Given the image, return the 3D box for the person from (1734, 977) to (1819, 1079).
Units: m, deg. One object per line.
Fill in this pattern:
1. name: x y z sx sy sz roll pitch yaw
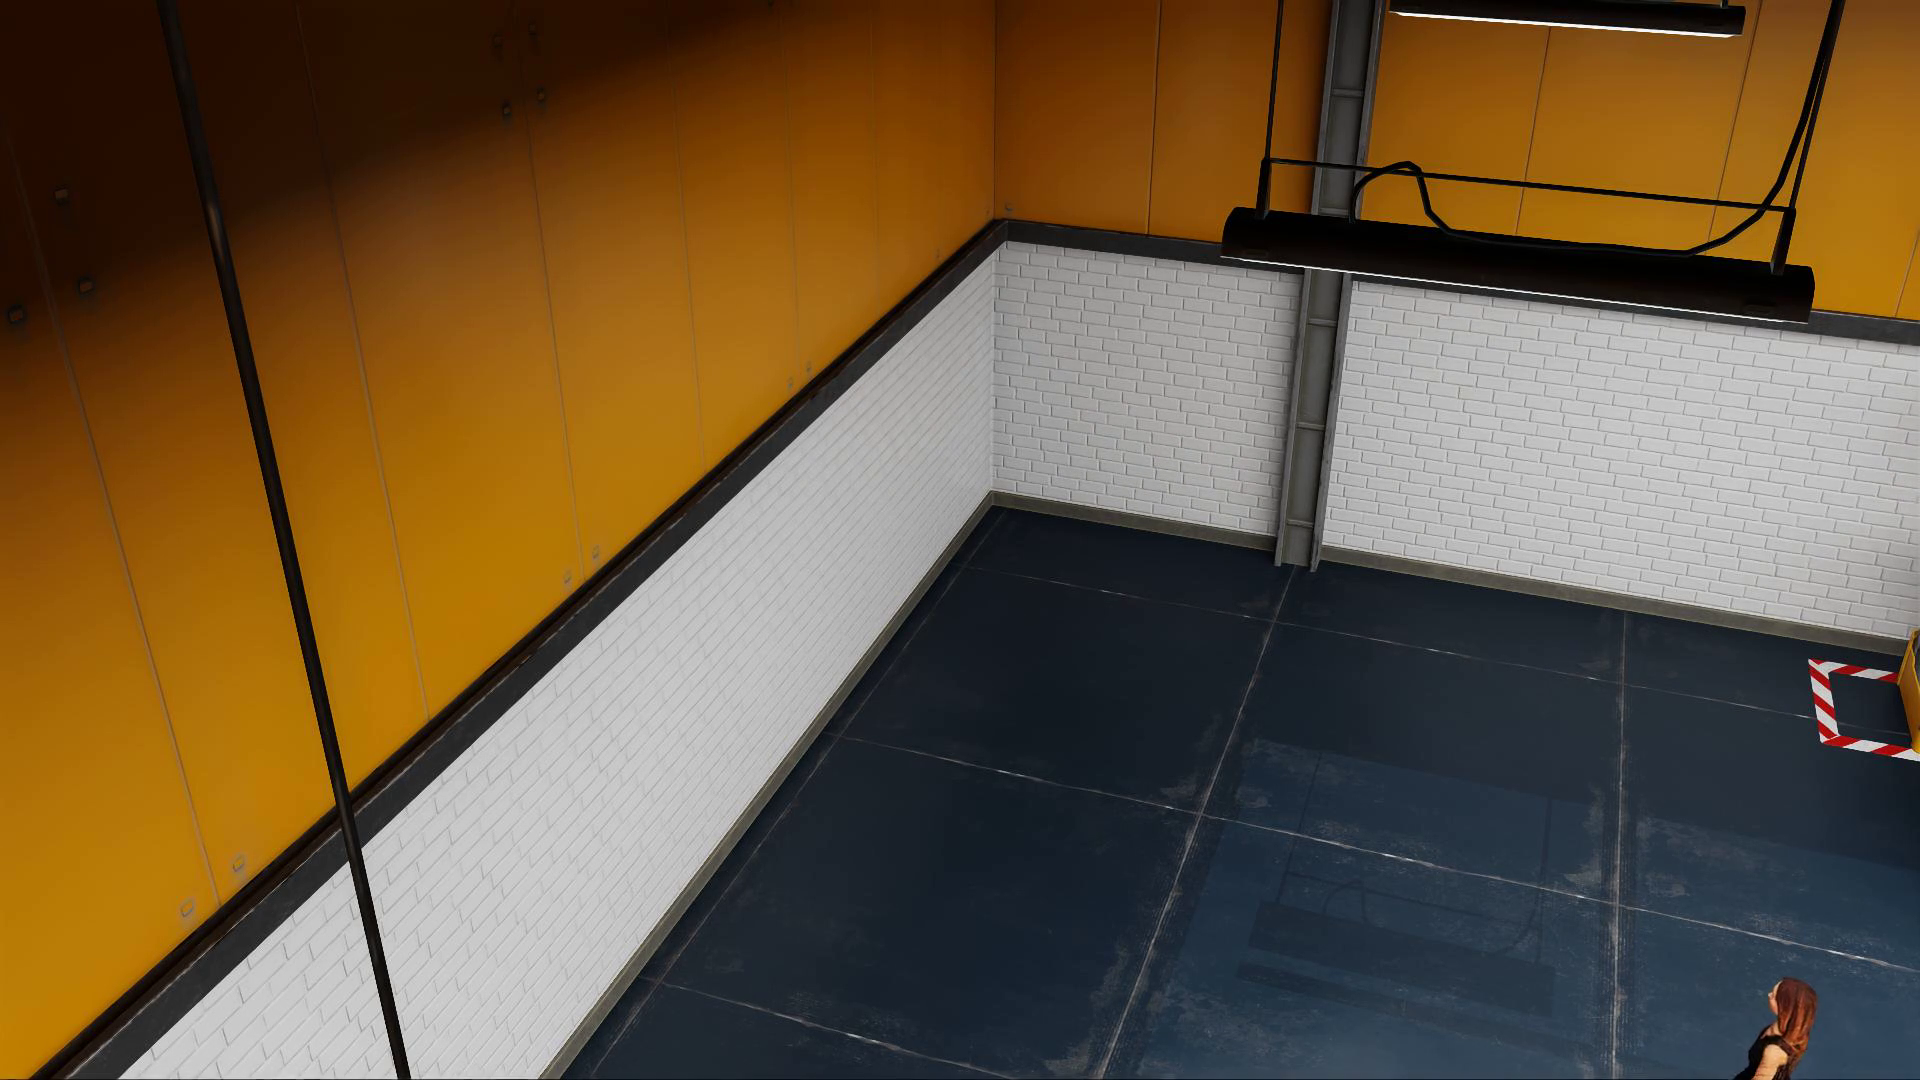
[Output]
1. person: 4.374 3.108 8.899 0.716 1.825 0.679 20 35 33
